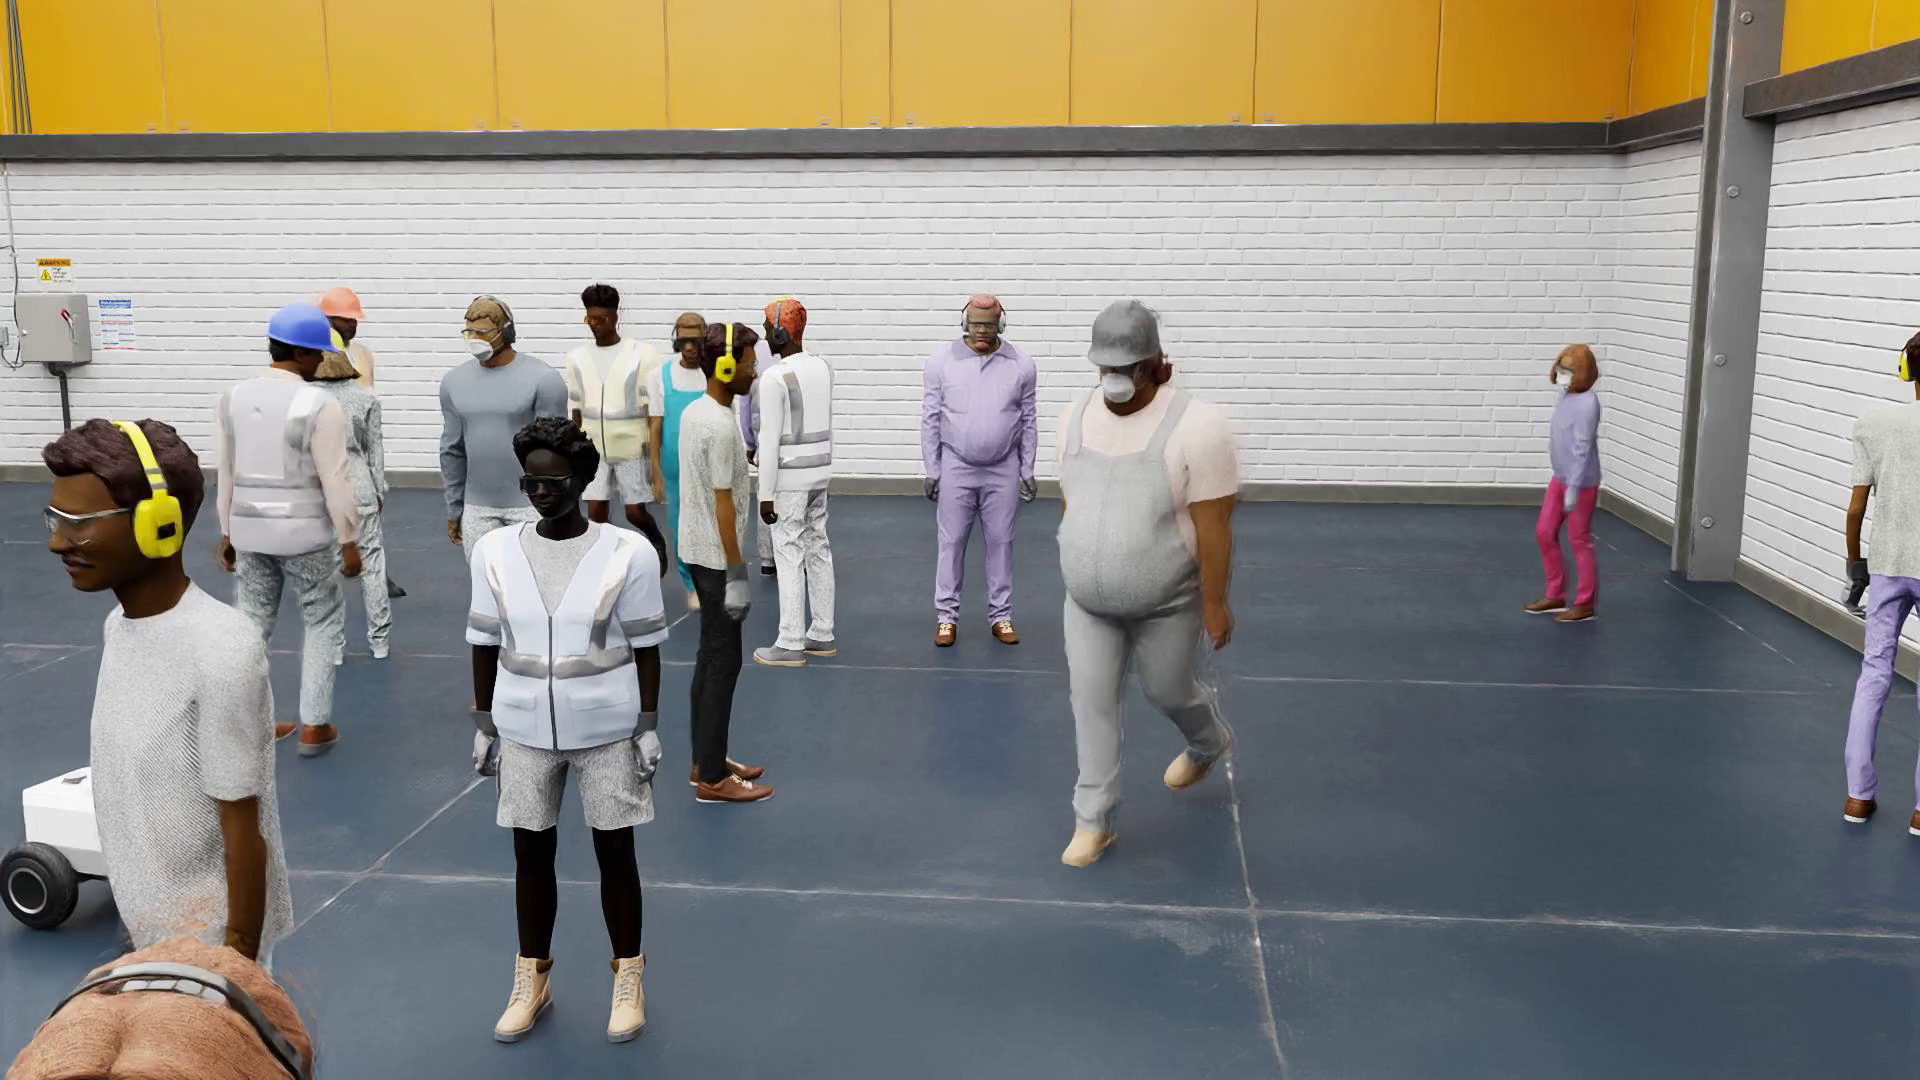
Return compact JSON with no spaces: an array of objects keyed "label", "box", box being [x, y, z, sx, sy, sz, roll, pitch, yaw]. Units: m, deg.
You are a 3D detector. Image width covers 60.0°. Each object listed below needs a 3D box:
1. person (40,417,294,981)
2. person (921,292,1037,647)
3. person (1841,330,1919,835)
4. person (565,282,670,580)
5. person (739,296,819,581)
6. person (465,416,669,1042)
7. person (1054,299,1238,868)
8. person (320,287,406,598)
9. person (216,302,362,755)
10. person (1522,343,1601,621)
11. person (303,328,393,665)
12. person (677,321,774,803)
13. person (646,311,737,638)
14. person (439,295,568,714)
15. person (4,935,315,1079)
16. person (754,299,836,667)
[{"label":"person","box":[-1.315,0.717,2.829,0.506,1.864,0.332,9,14,43]},{"label":"person","box":[0.109,-0.371,8.945,0.636,1.902,0.404,-1,10,-7]},{"label":"person","box":[3.503,0.144,6.079,0.510,1.872,0.328,10,14,44]},{"label":"person","box":[-2.030,-0.569,9.945,0.622,1.943,0.697,2,10,11]},{"label":"person","box":[-1.119,-0.645,10.701,0.586,1.833,0.403,3,10,16]},{"label":"person","box":[-1.053,0.512,4.464,0.540,1.696,0.316,0,10,1]},{"label":"person","box":[0.695,0.076,5.974,0.695,2.000,0.927,6,11,29]},{"label":"person","box":[-3.836,-0.603,10.252,0.867,1.913,0.551,6,11,30]},{"label":"person","box":[-2.821,-0.028,6.978,0.661,1.918,0.453,3,10,18]},{"label":"person","box":[3.475,-0.313,9.438,0.438,1.608,0.533,-1,10,-4]},{"label":"person","box":[-3.210,-0.225,8.579,0.483,1.734,0.319,-7,12,-35]},{"label":"person","box":[-0.914,0.092,6.421,0.337,1.858,0.523,-4,11,-19]},{"label":"person","box":[-1.504,-0.399,9.426,0.498,1.804,0.943,-1,10,-5]},{"label":"person","box":[-2.071,-0.144,7.578,0.634,1.928,0.381,2,10,13]},{"label":"person","box":[-0.592,1.087,1.381,0.529,1.623,0.387,-3,10,-17]},{"label":"person","box":[-0.845,-0.289,8.534,0.358,1.880,0.575,6,11,30]}]
